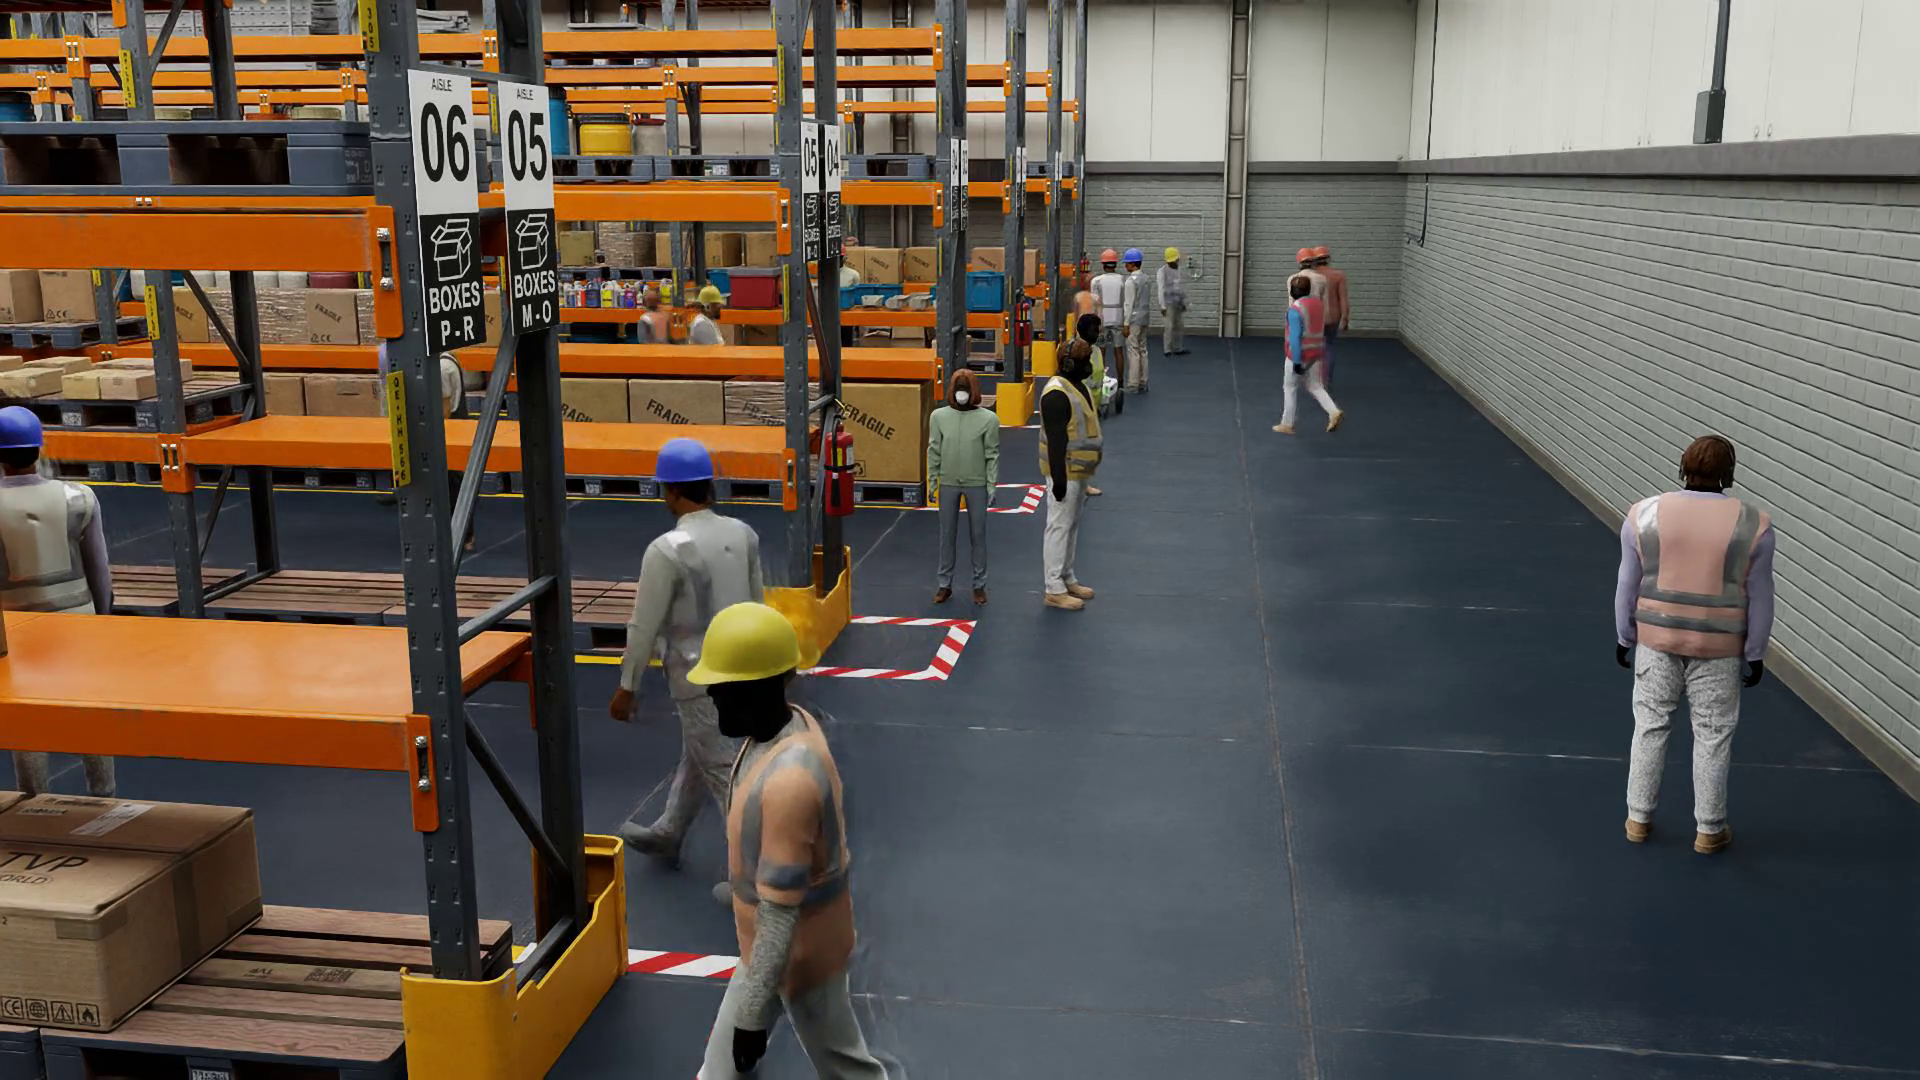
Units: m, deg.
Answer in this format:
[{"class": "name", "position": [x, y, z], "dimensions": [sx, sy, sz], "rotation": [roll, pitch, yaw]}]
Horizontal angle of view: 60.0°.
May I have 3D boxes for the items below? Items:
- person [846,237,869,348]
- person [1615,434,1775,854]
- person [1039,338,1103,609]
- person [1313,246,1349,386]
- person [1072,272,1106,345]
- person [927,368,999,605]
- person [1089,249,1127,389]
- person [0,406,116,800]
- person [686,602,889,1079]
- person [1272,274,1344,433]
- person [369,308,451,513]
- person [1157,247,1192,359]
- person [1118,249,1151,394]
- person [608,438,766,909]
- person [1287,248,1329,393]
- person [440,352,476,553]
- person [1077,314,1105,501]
[{"class": "person", "position": [-1.742, -4.037, 27.437], "dimensions": [0.640, 1.897, 0.398], "rotation": [9, 15, 35]}, {"class": "person", "position": [3.201, 0.451, 7.288], "dimensions": [0.633, 1.841, 0.429], "rotation": [7, 14, 30]}, {"class": "person", "position": [0.764, -0.463, 11.416], "dimensions": [0.430, 1.843, 0.626], "rotation": [4, 13, 19]}, {"class": "person", "position": [4.988, -3.054, 22.869], "dimensions": [0.622, 1.941, 0.881], "rotation": [0, 12, 2]}, {"class": "person", "position": [1.717, -2.785, 22.389], "dimensions": [0.528, 1.617, 0.626], "rotation": [5, 14, 23]}, {"class": "person", "position": [0.020, -0.365, 11.438], "dimensions": [0.500, 1.636, 0.283], "rotation": [2, 13, 9]}, {"class": "person", "position": [2.006, -2.936, 22.391], "dimensions": [0.549, 1.928, 0.388], "rotation": [0, 12, -2]}, {"class": "person", "position": [-4.079, 0.377, 7.383], "dimensions": [0.602, 1.948, 0.387], "rotation": [-10, 16, -39]}, {"class": "person", "position": [-0.494, 1.076, 4.415], "dimensions": [1.036, 1.868, 0.607], "rotation": [-3, 13, -13]}, {"class": "person", "position": [3.946, -2.082, 18.777], "dimensions": [0.626, 1.820, 0.773], "rotation": [-11, 17, -41]}, {"class": "person", "position": [-4.807, -1.152, 14.418], "dimensions": [0.870, 1.883, 0.570], "rotation": [3, 13, 14]}, {"class": "person", "position": [3.445, -3.777, 26.527], "dimensions": [0.760, 1.782, 0.405], "rotation": [-11, 16, -40]}, {"class": "person", "position": [2.345, -2.931, 22.338], "dimensions": [0.413, 1.938, 0.611], "rotation": [7, 14, 29]}, {"class": "person", "position": [-1.111, 0.537, 6.760], "dimensions": [0.960, 1.893, 0.618], "rotation": [6, 14, 26]}, {"class": "person", "position": [4.745, -2.953, 22.461], "dimensions": [0.639, 1.947, 0.855], "rotation": [-2, 13, -10]}, {"class": "person", "position": [-4.019, -0.814, 13.028], "dimensions": [0.357, 1.838, 0.509], "rotation": [-3, 13, -12]}, {"class": "person", "position": [1.136, -1.212, 15.119], "dimensions": [0.318, 1.698, 0.539], "rotation": [7, 14, 30]}]
